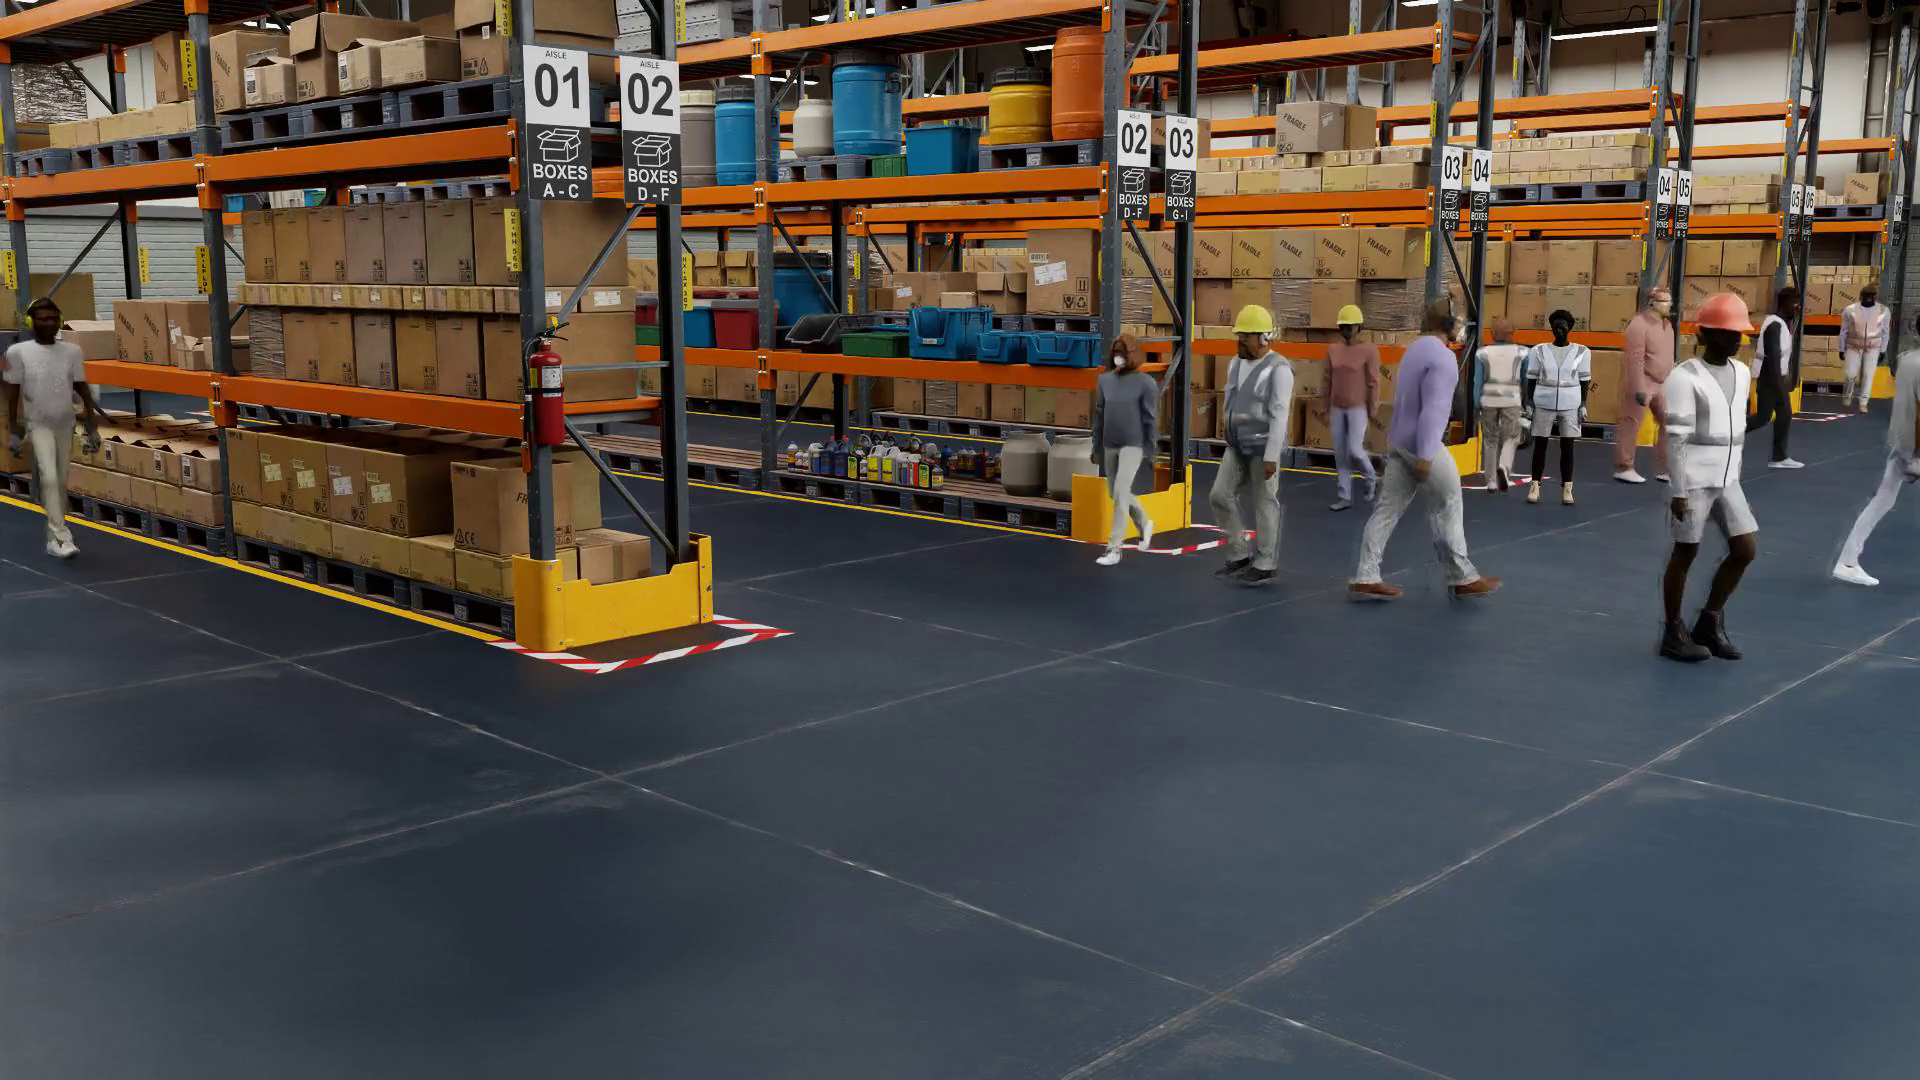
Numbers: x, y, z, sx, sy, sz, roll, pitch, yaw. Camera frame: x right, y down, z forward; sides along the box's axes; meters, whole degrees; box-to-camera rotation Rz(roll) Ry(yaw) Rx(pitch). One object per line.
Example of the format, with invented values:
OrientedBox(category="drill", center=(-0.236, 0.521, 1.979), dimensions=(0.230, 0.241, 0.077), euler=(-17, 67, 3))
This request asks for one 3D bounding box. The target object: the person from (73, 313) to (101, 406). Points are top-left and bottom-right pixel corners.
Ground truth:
OrientedBox(category="person", center=(-10.298, -2.057, 19.405), dimensions=(0.681, 1.904, 0.596), euler=(7, 12, 37))

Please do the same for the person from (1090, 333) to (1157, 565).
OrientedBox(category="person", center=(1.185, -0.660, 11.722), dimensions=(0.504, 1.606, 0.755), euler=(8, 12, 42))

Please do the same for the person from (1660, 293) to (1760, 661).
OrientedBox(category="person", center=(3.898, -0.305, 8.606), dimensions=(0.581, 1.917, 0.553), euler=(-4, 10, -22))

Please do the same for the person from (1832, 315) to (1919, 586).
OrientedBox(category="person", center=(6.164, -0.593, 10.707), dimensions=(0.972, 1.823, 0.537), euler=(1, 9, 5))

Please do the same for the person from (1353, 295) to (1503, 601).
OrientedBox(category="person", center=(2.919, -0.551, 10.251), dimensions=(1.014, 1.875, 0.634), euler=(-1, 9, -9))

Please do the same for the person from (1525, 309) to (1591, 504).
OrientedBox(category="person", center=(5.232, -1.166, 14.584), dimensions=(0.541, 1.696, 0.316), euler=(3, 10, 19))

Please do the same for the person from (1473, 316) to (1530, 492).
OrientedBox(category="person", center=(4.916, -1.221, 15.137), dimensions=(0.510, 1.618, 0.630), euler=(4, 10, 24))

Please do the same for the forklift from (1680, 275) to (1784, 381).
OrientedBox(category="forklift", center=(12.480, -3.427, 27.053), dimensions=(1.214, 2.155, 2.313), euler=(9, 13, 43))

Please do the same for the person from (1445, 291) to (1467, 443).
OrientedBox(category="person", center=(5.773, -2.065, 19.790), dimensions=(0.530, 1.792, 0.968), euler=(-2, 9, -11))

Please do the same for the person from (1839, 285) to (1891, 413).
OrientedBox(category="person", center=(12.973, -2.743, 23.889), dimensions=(0.629, 1.825, 0.526), euler=(4, 10, 25))

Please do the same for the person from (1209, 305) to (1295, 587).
OrientedBox(category="person", center=(1.855, -0.599, 10.731), dimensions=(0.513, 1.814, 0.625), euler=(-5, 11, -29))

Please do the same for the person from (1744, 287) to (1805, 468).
OrientedBox(category="person", center=(8.328, -1.686, 17.254), dimensions=(0.798, 1.875, 0.593), euler=(7, 11, 36))

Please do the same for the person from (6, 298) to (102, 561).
OrientedBox(category="person", center=(-6.316, -0.764, 11.680), dimensions=(0.859, 1.836, 0.554), euler=(8, 12, 39))

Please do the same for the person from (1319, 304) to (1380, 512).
OrientedBox(category="person", center=(3.327, -1.124, 14.177), dimensions=(0.418, 1.755, 0.526), euler=(-9, 13, -44))

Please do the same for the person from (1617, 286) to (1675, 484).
OrientedBox(category="person", center=(6.626, -1.455, 15.782), dimensions=(0.667, 1.874, 0.793), euler=(-6, 11, -34))

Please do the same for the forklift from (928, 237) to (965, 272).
OrientedBox(category="forklift", center=(-0.326, -5.817, 39.609), dimensions=(1.129, 2.768, 1.873), euler=(9, 13, 43))

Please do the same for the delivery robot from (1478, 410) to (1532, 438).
OrientedBox(category="delivery robot", center=(6.287, -1.394, 19.298), dimensions=(0.707, 0.478, 0.477), euler=(5, 11, 25))
